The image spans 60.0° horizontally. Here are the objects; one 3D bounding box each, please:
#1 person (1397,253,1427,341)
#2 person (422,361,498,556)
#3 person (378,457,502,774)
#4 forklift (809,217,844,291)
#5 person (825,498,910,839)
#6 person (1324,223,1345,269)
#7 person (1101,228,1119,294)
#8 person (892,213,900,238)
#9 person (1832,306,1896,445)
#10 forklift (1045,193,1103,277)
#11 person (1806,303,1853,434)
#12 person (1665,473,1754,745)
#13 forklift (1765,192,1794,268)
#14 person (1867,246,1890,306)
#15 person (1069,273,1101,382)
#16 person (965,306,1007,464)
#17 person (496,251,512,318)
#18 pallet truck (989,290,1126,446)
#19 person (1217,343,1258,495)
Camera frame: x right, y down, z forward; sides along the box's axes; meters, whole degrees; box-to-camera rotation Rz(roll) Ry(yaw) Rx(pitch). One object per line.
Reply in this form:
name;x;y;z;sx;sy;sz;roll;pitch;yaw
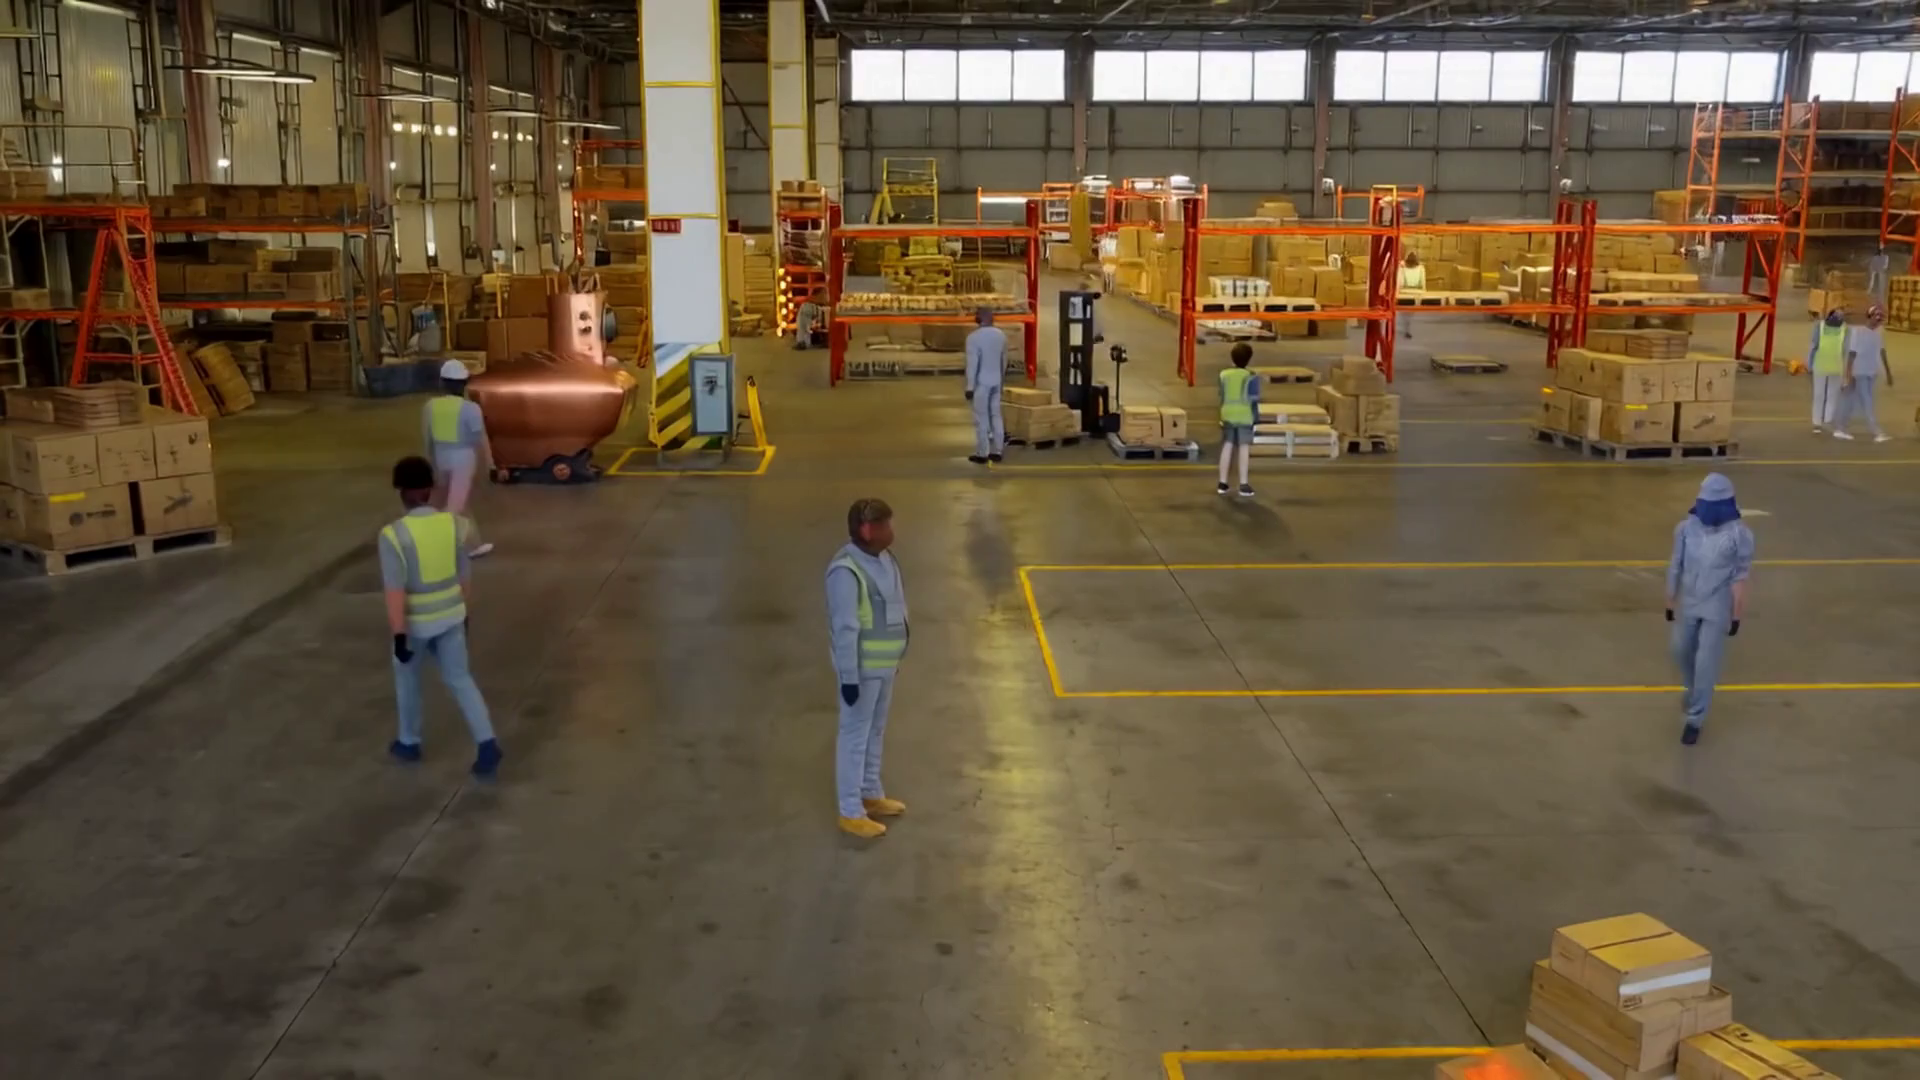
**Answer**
person;9.653;-5.164;35.403;0.581;1.843;0.929;-1;13;-5
person;-4.590;-0.687;15.123;0.595;1.880;1.002;5;13;21
person;-3.104;0.458;9.884;0.952;1.912;0.624;10;16;38
forklift;-4.375;-8.619;48.637;1.873;2.768;1.129;0;12;-2
person;-0.485;0.677;9.030;0.429;1.843;0.627;5;13;20
person;11.898;-9.093;52.920;0.630;1.940;0.370;1;13;5
person;4.402;-8.249;49.180;0.548;1.900;0.862;-1;13;-4
person;-2.552;-11.996;66.030;0.355;1.936;0.635;-6;14;-24
person;12.029;-2.178;21.963;0.543;1.816;0.979;-6;14;-25
forklift;3.899;-10.400;56.675;1.873;2.768;1.129;-2;13;-8
person;12.031;-2.397;23.029;0.522;1.809;0.896;6;14;24
person;4.735;0.407;10.528;0.488;1.723;0.590;10;16;38
forklift;29.531;-11.215;60.357;1.873;2.768;1.129;0;12;-2
person;24.606;-7.082;44.571;0.517;1.615;0.664;-3;13;-12
person;2.047;-3.436;27.450;0.621;1.900;0.499;9;16;36
person;0.312;-1.899;20.444;0.634;1.936;0.351;-12;17;-42
person;-11.205;-6.259;40.833;0.312;1.633;0.519;-10;16;-38
pallet truck;1.257;-2.299;22.111;1.885;1.965;0.823;-9;15;-35
person;3.098;-1.348;18.523;0.321;1.690;0.533;-11;16;-40
